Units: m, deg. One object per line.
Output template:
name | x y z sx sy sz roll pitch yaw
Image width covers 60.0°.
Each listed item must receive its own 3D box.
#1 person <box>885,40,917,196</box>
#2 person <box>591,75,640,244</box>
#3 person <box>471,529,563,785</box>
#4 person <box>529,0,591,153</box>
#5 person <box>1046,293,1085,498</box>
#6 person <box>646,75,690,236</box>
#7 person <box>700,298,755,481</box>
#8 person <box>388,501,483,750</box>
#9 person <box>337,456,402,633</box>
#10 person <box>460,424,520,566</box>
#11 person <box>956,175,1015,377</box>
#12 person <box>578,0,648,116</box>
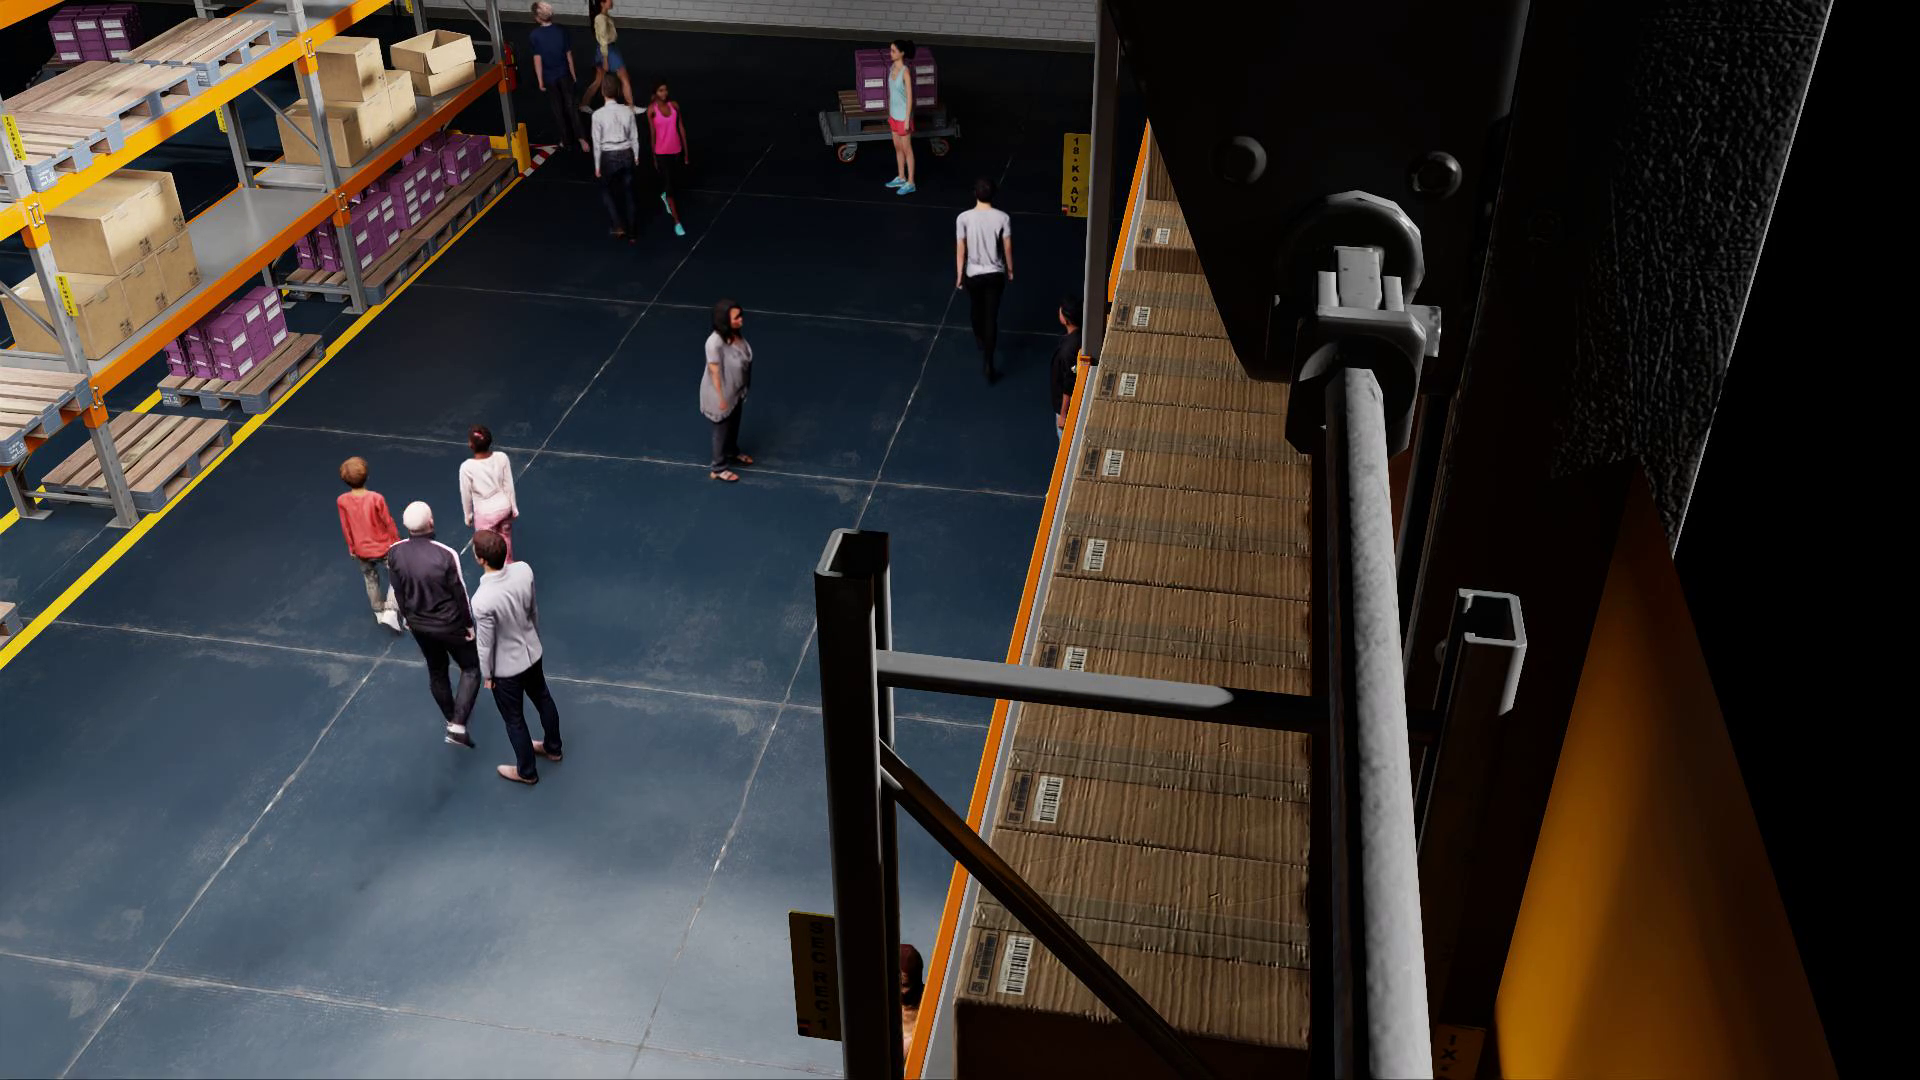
person | -0.670 -4.832 18.982 0.750 1.764 0.672 -17 37 -23
person | -3.635 -4.024 17.726 0.808 1.810 0.843 -15 36 -21
person | -2.819 0.730 10.540 0.796 1.848 0.642 18 38 25
person | -4.803 -5.486 19.898 1.008 1.839 1.103 -15 36 -21
person | 0.927 -1.139 13.387 0.788 1.809 0.592 11 35 16
person | -3.196 -4.226 18.122 0.944 1.708 1.056 -19 38 -26
person | -1.949 -1.275 13.777 0.738 1.602 0.652 11 35 17
person | -3.394 0.612 10.737 0.679 1.824 0.845 4 34 6
person | -4.213 0.058 11.946 0.580 1.409 0.705 -1 34 -2
person | -3.439 -0.199 12.309 0.858 1.436 0.917 -21 39 -28
person | 0.232 -2.372 15.237 0.687 1.815 1.209 4 34 6
person | -4.556 -6.125 21.082 1.016 1.595 1.140 -10 35 -14
